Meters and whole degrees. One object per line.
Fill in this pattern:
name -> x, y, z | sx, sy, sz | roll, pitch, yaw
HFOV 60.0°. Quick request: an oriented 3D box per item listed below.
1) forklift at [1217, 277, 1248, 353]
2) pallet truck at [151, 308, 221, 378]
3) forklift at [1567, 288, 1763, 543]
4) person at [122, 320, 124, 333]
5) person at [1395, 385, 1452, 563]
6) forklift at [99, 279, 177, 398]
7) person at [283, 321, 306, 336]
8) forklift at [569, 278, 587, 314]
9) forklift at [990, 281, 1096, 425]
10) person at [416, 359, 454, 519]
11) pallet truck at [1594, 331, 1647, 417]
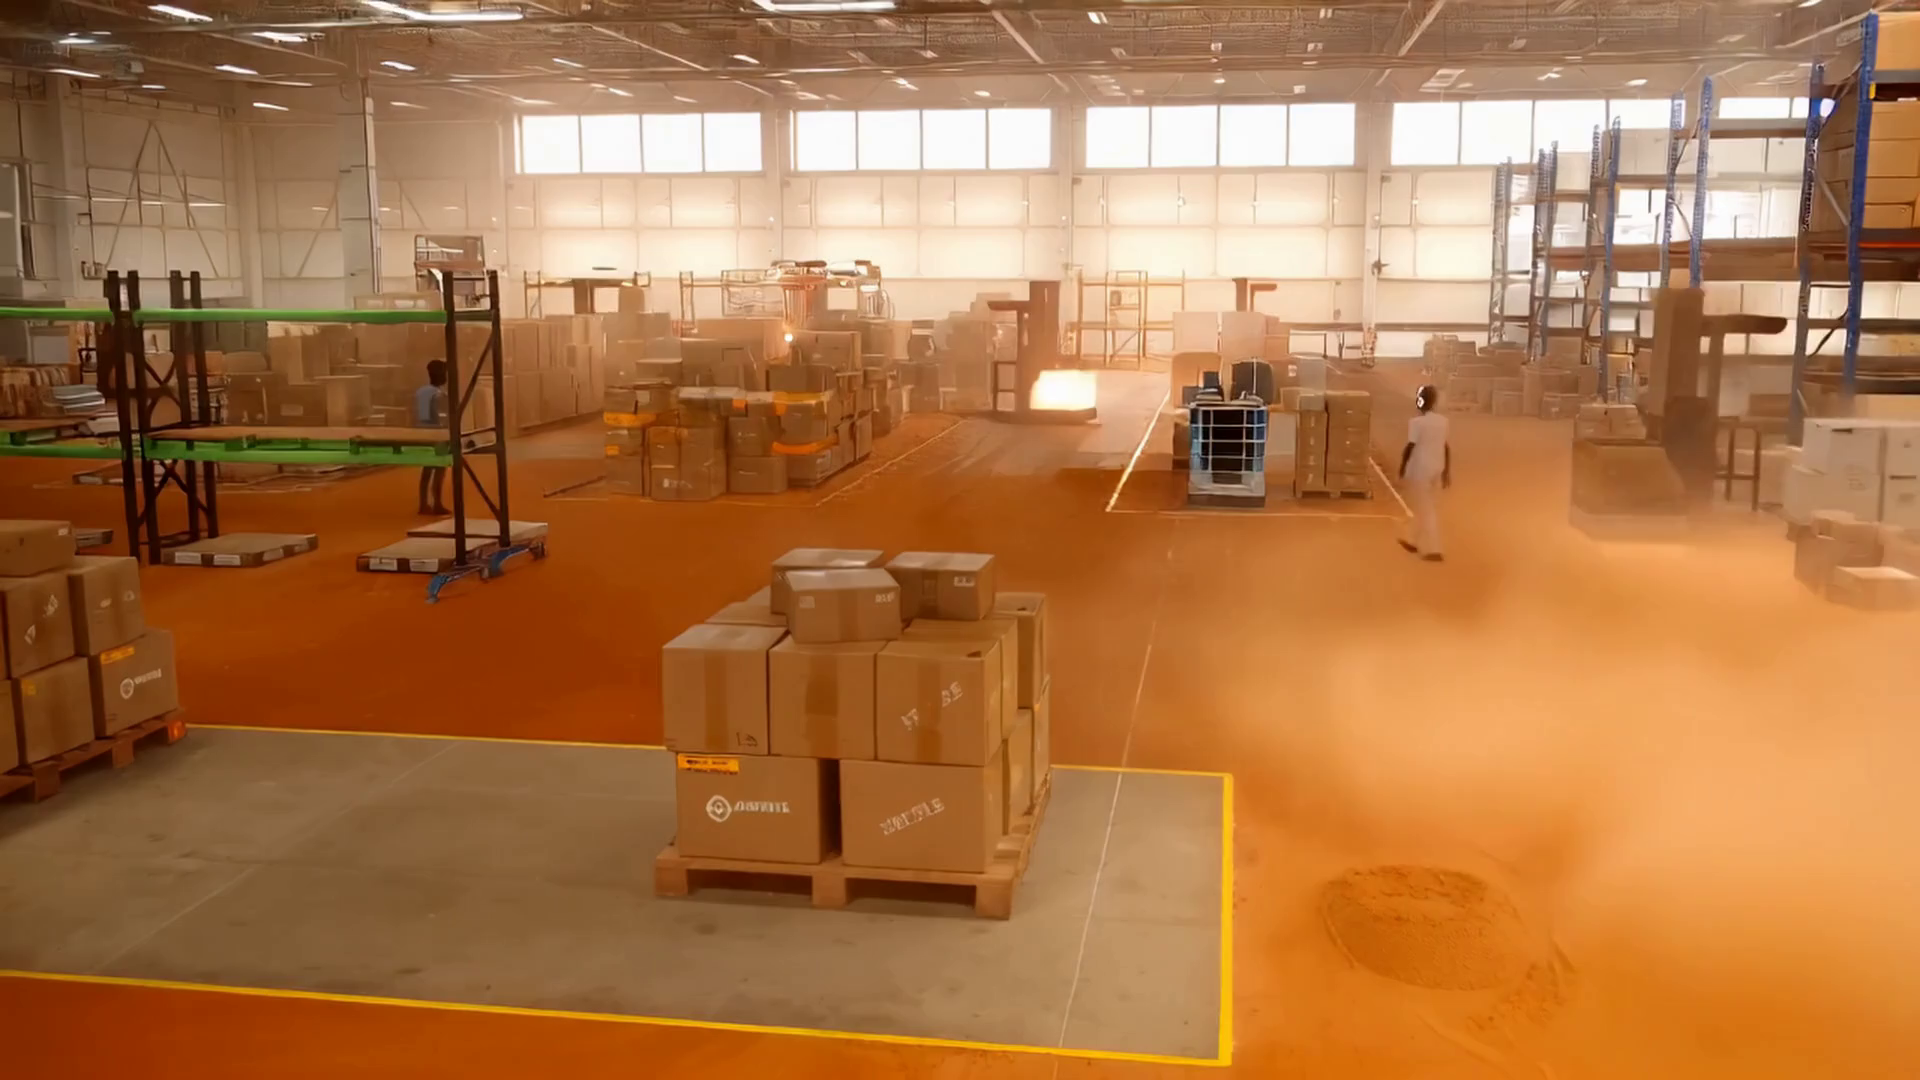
forklift -> 8.137, -6.226, 48.312 | 1.873, 2.768, 1.129 | 1, 9, 9
pallet truck -> -21.869, -5.598, 47.154 | 0.823, 1.965, 1.885 | 4, 10, 26
forklift -> 7.988, -1.435, 18.764 | 1.873, 2.768, 1.129 | 1, 9, 9
person -> -25.915, -6.093, 51.341 | 0.314, 1.629, 0.508 | -1, 9, -4
person -> 4.834, -0.707, 17.493 | 0.530, 1.828, 0.907 | -5, 10, -26
forklift -> -19.605, -4.721, 39.028 | 1.873, 2.768, 1.129 | 1, 9, 9
person -> -18.058, -5.197, 45.203 | 0.576, 1.840, 0.970 | -4, 10, -25
forklift -> -10.367, -5.754, 45.399 | 1.873, 2.768, 1.129 | -2, 9, -10
forklift -> 1.679, -3.731, 32.925 | 1.873, 2.768, 1.129 | 4, 10, 24
person -> -6.426, -1.235, 20.411 | 0.620, 1.953, 0.395 | 8, 12, 40
pallet truck -> 11.253, -2.573, 28.499 | 0.823, 1.965, 1.885 | 5, 10, 27
